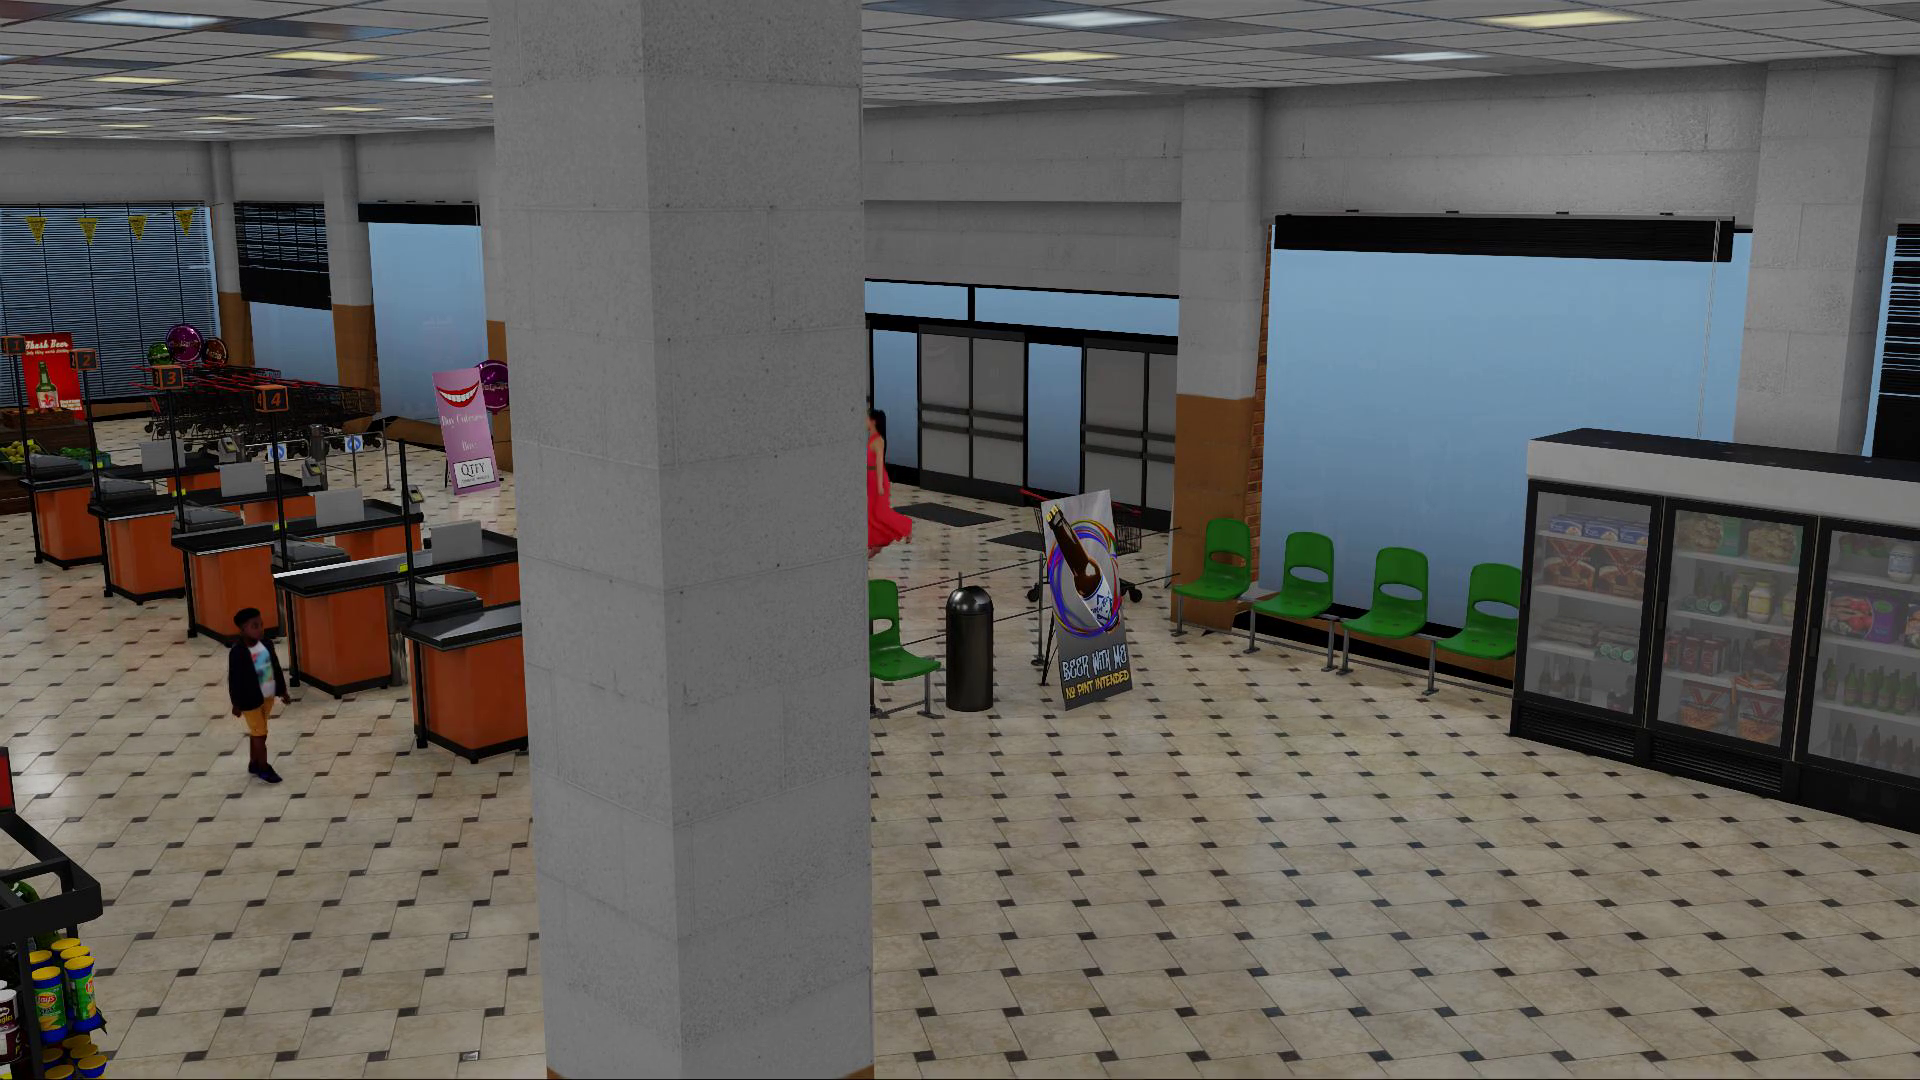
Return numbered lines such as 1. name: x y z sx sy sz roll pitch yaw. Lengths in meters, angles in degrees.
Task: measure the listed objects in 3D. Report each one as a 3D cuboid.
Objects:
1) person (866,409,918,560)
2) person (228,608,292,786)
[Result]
1. person: -0.853 -0.612 18.714 0.963 1.707 0.846 -2 12 -11
2. person: -5.021 1.085 11.749 0.700 1.257 0.657 4 13 20
